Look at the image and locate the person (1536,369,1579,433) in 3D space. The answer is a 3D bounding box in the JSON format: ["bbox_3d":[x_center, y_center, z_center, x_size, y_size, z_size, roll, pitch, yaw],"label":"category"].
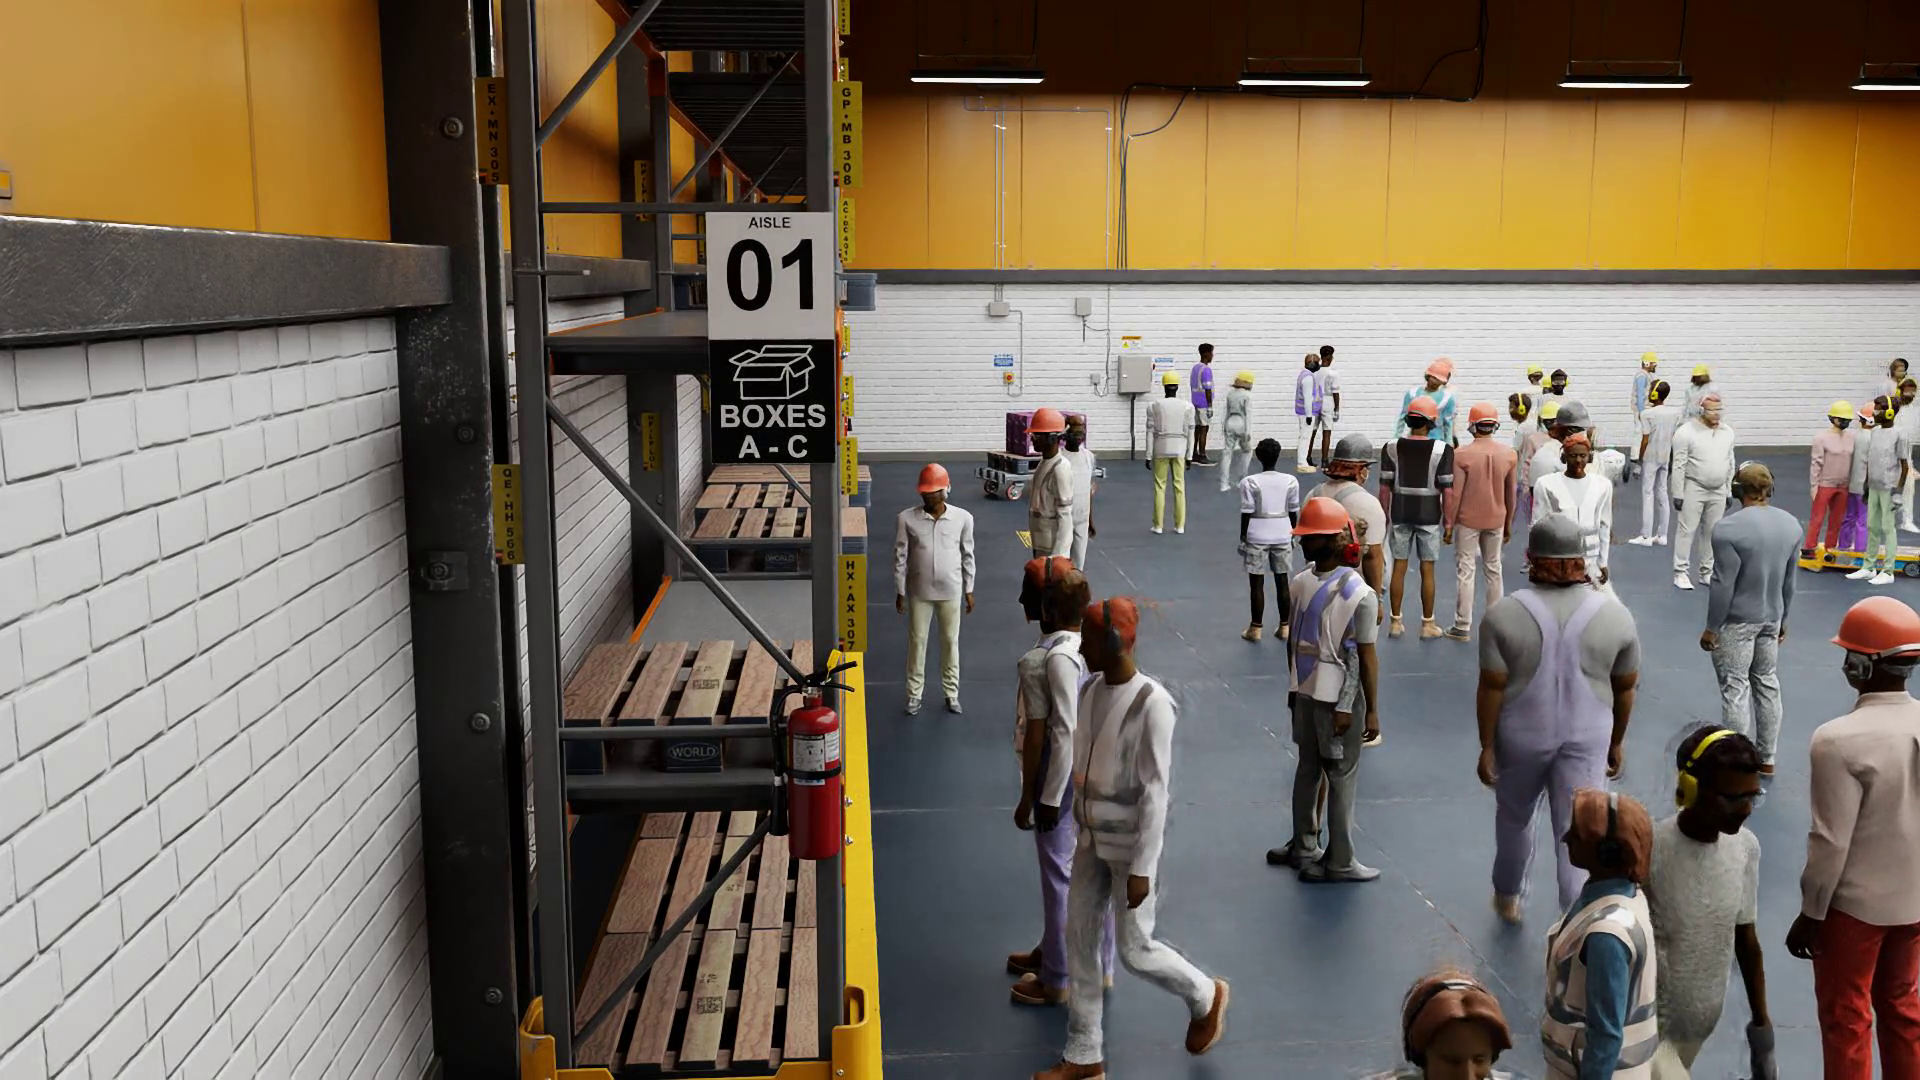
[{"bbox_3d":[7.448,-1.201,20.794,0.518,1.872,0.326,2,9,13],"label":"person"}]

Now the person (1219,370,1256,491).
[{"bbox_3d":[3.944,-1.546,23.463,0.696,1.690,0.578,-7,11,-38],"label":"person"}]

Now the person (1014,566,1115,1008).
[{"bbox_3d":[0.450,1.020,6.922,0.506,1.846,0.351,-6,11,-32],"label":"person"}]

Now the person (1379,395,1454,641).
[{"bbox_3d":[3.810,-0.186,13.875,0.614,2.041,0.393,5,10,28],"label":"person"}]

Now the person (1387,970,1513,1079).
[{"bbox_3d":[1.012,1.664,3.580,0.525,1.616,0.579,0,9,0],"label":"person"}]

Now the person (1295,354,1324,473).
[{"bbox_3d":[5.374,-1.949,25.619,0.430,1.836,0.628,2,9,10],"label":"person"}]

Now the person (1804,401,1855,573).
[{"bbox_3d":[8.921,-0.539,16.971,0.533,1.765,0.330,-2,9,-13],"label":"person"}]

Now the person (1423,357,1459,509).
[{"bbox_3d":[6.163,-1.363,21.422,0.619,1.990,0.398,-3,10,-21],"label":"person"}]

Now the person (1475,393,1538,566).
[{"bbox_3d":[5.760,-0.619,17.349,0.983,1.806,0.516,4,10,23],"label":"person"}]

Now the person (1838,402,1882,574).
[{"bbox_3d":[9.232,-0.533,16.973,0.339,1.747,0.564,-1,9,-6],"label":"person"}]

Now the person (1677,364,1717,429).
[{"bbox_3d":[10.937,-1.745,24.671,0.509,1.723,0.508,-6,11,-32],"label":"person"}]

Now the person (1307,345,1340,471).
[{"bbox_3d":[5.651,-2.058,25.918,0.377,1.958,0.606,-9,13,-44],"label":"person"}]

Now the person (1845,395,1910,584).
[{"bbox_3d":[9.070,-0.491,16.360,0.335,1.864,0.521,-1,9,-9],"label":"person"}]

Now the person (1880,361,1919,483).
[{"bbox_3d":[13.641,-1.718,24.302,0.509,1.784,0.999,-5,10,-29],"label":"person"}]

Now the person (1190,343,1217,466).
[{"bbox_3d":[3.884,-2.165,26.545,0.361,1.963,0.618,-3,9,-16],"label":"person"}]

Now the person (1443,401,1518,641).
[{"bbox_3d":[4.307,-0.152,13.812,0.622,1.993,0.383,-2,9,-11],"label":"person"}]

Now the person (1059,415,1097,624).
[{"bbox_3d":[0.953,-0.160,14.340,0.517,1.841,0.324,-6,11,-34],"label":"person"}]

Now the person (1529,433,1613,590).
[{"bbox_3d":[4.484,0.154,12.242,0.584,1.882,0.337,0,9,3],"label":"person"}]

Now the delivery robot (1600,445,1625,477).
[{"bbox_3d":[9.458,-1.136,24.206,0.477,0.478,0.707,5,10,29],"label":"delivery robot"}]

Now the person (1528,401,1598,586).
[{"bbox_3d":[4.887,-0.099,13.340,0.689,2.000,0.537,-7,12,-38],"label":"person"}]

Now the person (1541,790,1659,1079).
[{"bbox_3d":[1.767,1.488,4.626,0.308,1.643,0.511,4,10,22],"label":"person"}]

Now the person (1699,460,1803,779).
[{"bbox_3d":[4.710,0.493,9.945,0.635,1.935,0.349,-3,10,-20],"label":"person"}]

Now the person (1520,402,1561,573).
[{"bbox_3d":[5.950,-0.515,16.809,0.533,1.768,0.311,6,11,33],"label":"person"}]

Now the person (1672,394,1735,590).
[{"bbox_3d":[7.197,-0.463,16.086,0.631,1.898,0.402,-2,9,-10],"label":"person"}]

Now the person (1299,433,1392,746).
[{"bbox_3d":[2.532,0.307,10.792,0.535,2.000,0.680,-5,10,-27],"label":"person"}]

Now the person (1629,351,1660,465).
[{"bbox_3d":[10.981,-2.115,26.686,0.403,1.824,0.597,5,10,29],"label":"person"}]

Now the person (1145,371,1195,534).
[{"bbox_3d":[2.459,-1.024,19.550,0.582,1.919,0.397,-1,9,-8],"label":"person"}]

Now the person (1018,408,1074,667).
[{"bbox_3d":[0.661,0.022,12.571,0.374,2.044,0.606,-2,9,-12],"label":"person"}]

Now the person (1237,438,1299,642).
[{"bbox_3d":[2.547,0.001,13.779,0.540,1.697,0.317,-2,9,-14],"label":"person"}]

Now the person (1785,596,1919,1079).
[{"bbox_3d":[2.988,1.172,5.497,0.614,1.993,0.395,-4,10,-21],"label":"person"}]

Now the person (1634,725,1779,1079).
[{"bbox_3d":[2.026,1.402,4.649,0.530,1.805,1.015,-4,10,-24],"label":"person"}]

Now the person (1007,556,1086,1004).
[{"bbox_3d":[0.382,0.992,6.983,0.356,1.883,0.574,0,9,0],"label":"person"}]

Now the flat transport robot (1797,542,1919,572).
[{"bbox_3d":[9.420,0.187,17.083,1.431,0.197,0.652,5,10,28],"label":"flat transport robot"}]

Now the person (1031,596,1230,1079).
[{"bbox_3d":[0.618,1.128,6.245,0.768,1.852,0.601,-6,11,-31],"label":"person"}]

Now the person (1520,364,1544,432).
[{"bbox_3d":[8.249,-1.651,23.947,0.530,1.765,0.326,-3,10,-19],"label":"person"}]

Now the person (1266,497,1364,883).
[{"bbox_3d":[1.807,0.746,8.355,0.359,1.939,0.543,-3,10,-20],"label":"person"}]

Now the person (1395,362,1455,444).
[{"bbox_3d":[5.736,-1.218,20.539,0.707,1.985,0.818,5,10,27],"label":"person"}]

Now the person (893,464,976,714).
[{"bbox_3d":[-0.175,0.338,11.500,0.575,1.746,0.331,-1,9,-4],"label":"person"}]

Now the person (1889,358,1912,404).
[{"bbox_3d":[15.324,-2.121,27.143,0.322,1.691,0.533,-2,9,-10],"label":"person"}]

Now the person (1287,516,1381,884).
[{"bbox_3d":[1.862,0.794,8.341,0.373,1.843,0.572,-6,11,-31],"label":"person"}]

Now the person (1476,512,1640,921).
[{"bbox_3d":[2.653,0.840,7.442,0.689,2.000,1.039,2,9,10],"label":"person"}]

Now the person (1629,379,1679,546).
[{"bbox_3d":[7.800,-0.867,18.682,0.532,1.876,0.321,-3,10,-19],"label":"person"}]
